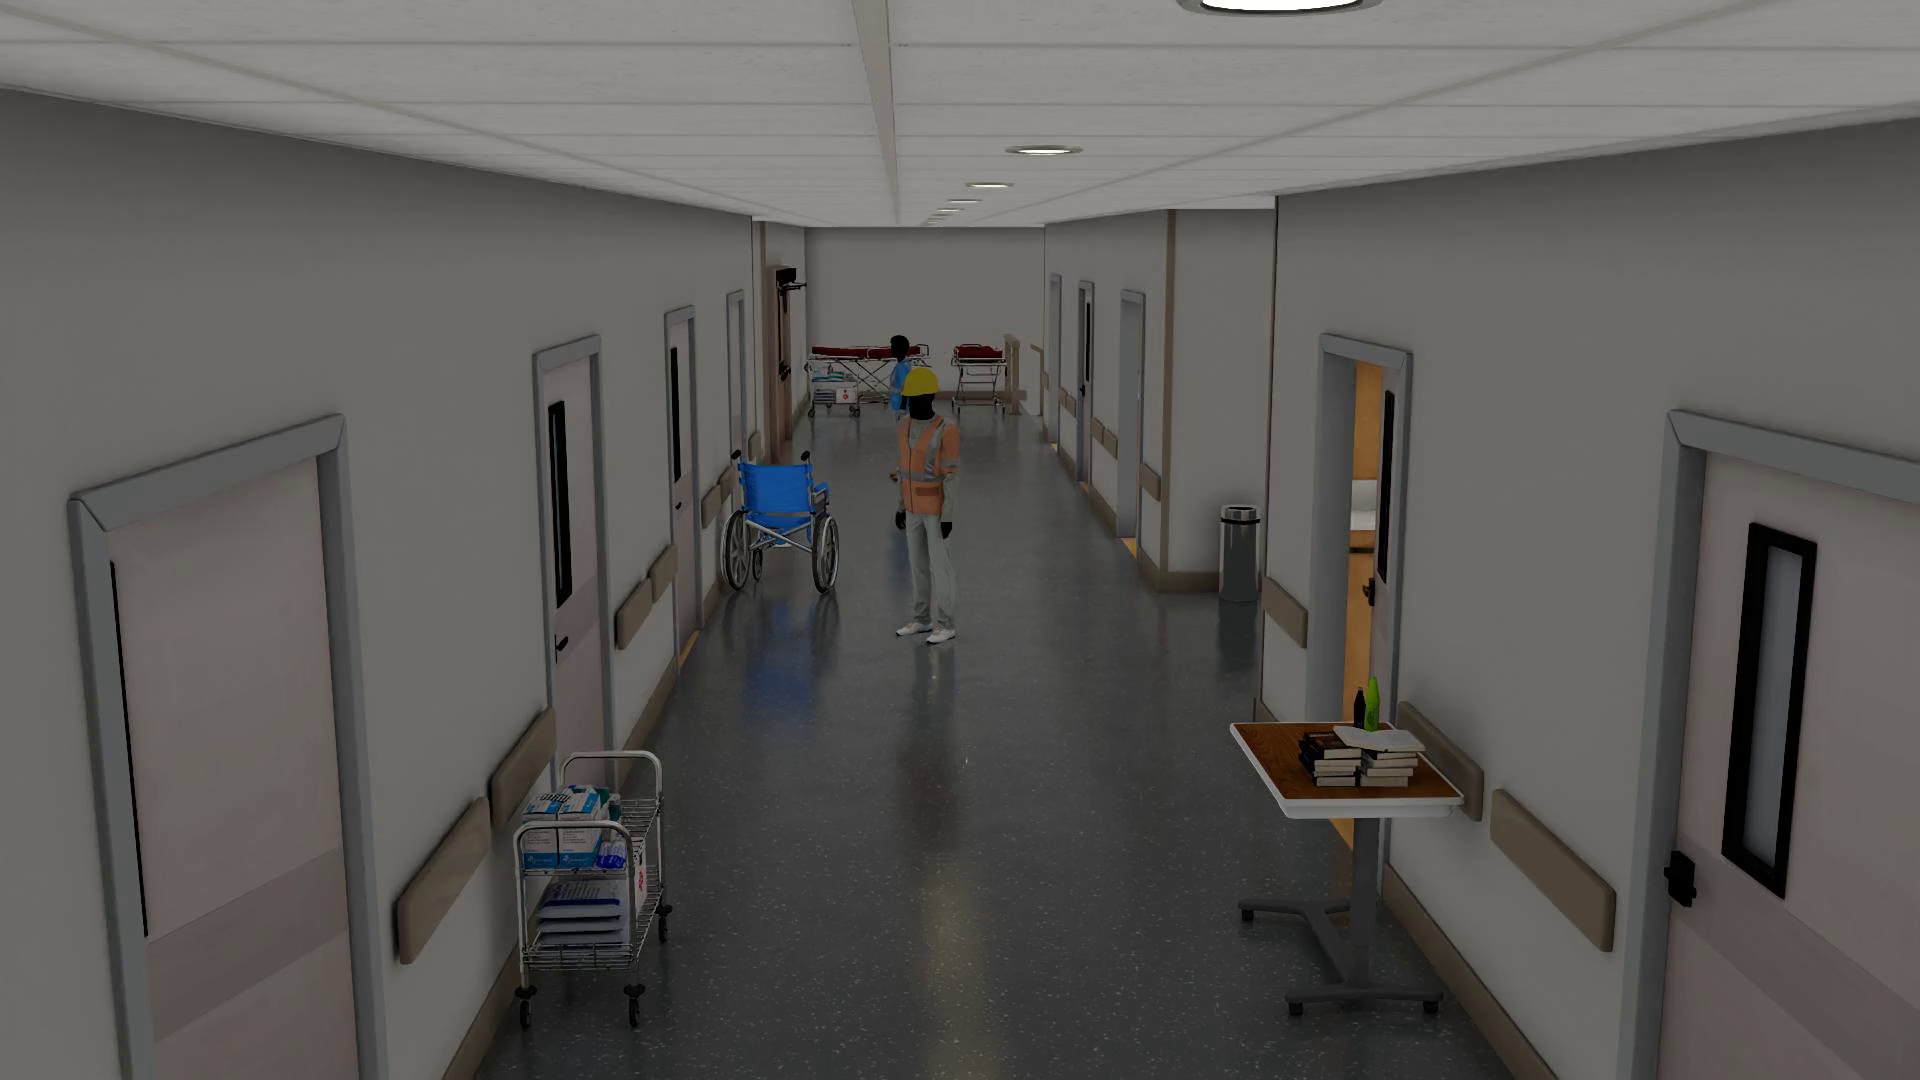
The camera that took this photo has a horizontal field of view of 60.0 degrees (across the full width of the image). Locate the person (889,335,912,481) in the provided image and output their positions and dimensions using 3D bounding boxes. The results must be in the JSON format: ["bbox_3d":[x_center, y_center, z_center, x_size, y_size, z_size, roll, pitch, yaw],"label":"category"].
[{"bbox_3d":[-0.667,-1.538,19.379,0.322,1.699,0.536,-1,10,-5],"label":"person"}]

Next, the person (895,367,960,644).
[{"bbox_3d":[-0.247,-0.240,11.544,0.399,1.919,0.587,-9,14,-41],"label":"person"}]
